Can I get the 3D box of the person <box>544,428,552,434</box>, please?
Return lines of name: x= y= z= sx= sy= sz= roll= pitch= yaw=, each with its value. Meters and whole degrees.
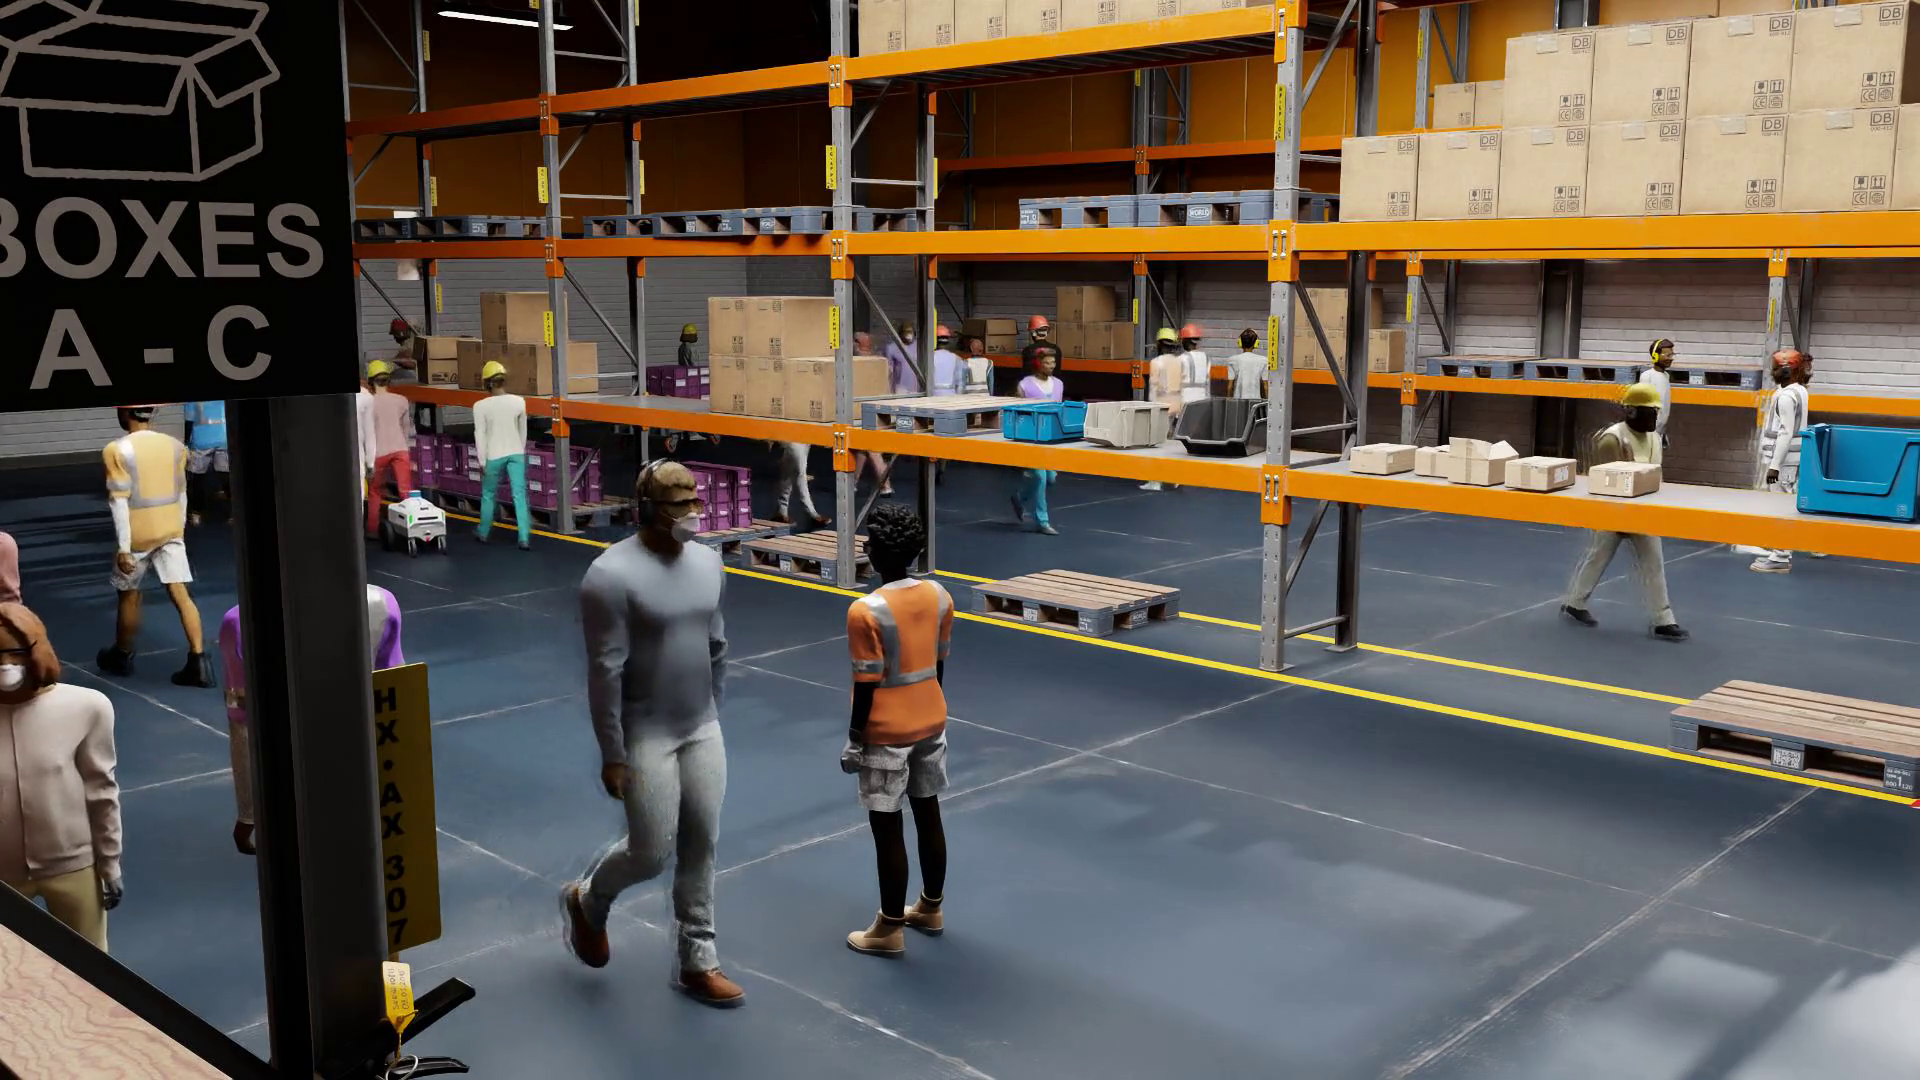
person: x=-6.337 y=-2.601 z=25.872 sx=0.407 sy=1.906 sz=0.655 roll=-1 pitch=9 yaw=-6

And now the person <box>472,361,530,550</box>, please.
person: x=-4.210 y=-0.773 z=15.240 sx=0.531 sy=1.720 sz=0.886 roll=-6 pitch=11 yaw=-33

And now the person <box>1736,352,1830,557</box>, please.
person: x=7.372 y=-0.730 z=14.642 sx=0.968 sy=1.821 sz=0.561 roll=8 pitch=12 yaw=39

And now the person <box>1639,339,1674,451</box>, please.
person: x=6.902 y=-1.058 z=16.525 sx=0.516 sy=1.871 sz=0.325 roll=-8 pitch=13 yaw=-42

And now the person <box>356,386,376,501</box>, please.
person: x=-5.206 y=-0.645 z=13.907 sx=0.639 sy=1.895 sz=0.496 roll=-4 pitch=10 yaw=-23

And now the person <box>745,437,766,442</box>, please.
person: x=-3.002 y=-2.486 z=24.737 sx=0.365 sy=2.048 sz=0.608 roll=-3 pitch=10 yaw=-19

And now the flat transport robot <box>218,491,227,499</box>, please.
flat transport robot: x=-7.557 y=-0.626 z=18.759 sx=0.652 sy=0.197 sz=1.431 roll=4 pitch=10 yaw=25

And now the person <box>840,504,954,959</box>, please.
person: x=-0.237 y=0.709 z=6.218 sx=0.319 sy=1.697 sz=0.533 roll=7 pitch=12 yaw=38

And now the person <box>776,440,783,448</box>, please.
person: x=-2.445 y=-2.040 z=23.330 sx=0.541 sy=1.594 sz=0.822 roll=-8 pitch=12 yaw=-41

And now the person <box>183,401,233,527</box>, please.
person: x=-7.423 y=-0.943 z=16.532 sx=0.743 sy=1.661 sz=0.581 roll=9 pitch=13 yaw=43

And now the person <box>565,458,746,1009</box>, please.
person: x=-1.062 y=0.664 z=5.795 sx=0.647 sy=1.927 sz=0.640 roll=7 pitch=12 yaw=37

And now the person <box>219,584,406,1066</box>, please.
person: x=-1.999 y=0.758 z=5.183 sx=0.545 sy=1.938 sz=0.361 roll=-8 pitch=12 yaw=-40

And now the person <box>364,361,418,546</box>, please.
person: x=-5.320 y=-0.801 z=15.431 sx=0.513 sy=1.709 sz=0.939 roll=-8 pitch=12 yaw=-41

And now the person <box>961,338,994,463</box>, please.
person: x=0.215 y=-1.843 z=22.031 sx=0.515 sy=1.641 sz=0.315 roll=-4 pitch=10 yaw=-23

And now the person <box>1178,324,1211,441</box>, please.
person: x=2.739 y=-1.671 z=20.230 sx=0.985 sy=1.883 sz=0.549 roll=8 pitch=12 yaw=41

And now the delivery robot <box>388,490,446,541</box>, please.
delivery robot: x=-4.906 y=-0.205 z=15.010 sx=0.477 sy=0.478 sz=0.707 roll=-6 pitch=12 yaw=-34

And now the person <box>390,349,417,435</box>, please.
person: x=-6.726 y=-1.505 z=20.110 sx=0.530 sy=1.610 sz=0.347 roll=8 pitch=12 yaw=40

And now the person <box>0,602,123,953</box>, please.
person: x=-2.686 y=0.974 z=4.812 sx=0.492 sy=1.626 sz=0.284 roll=-5 pitch=10 yaw=-27

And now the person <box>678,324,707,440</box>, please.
person: x=-4.035 y=-2.366 z=24.927 sx=0.296 sy=1.744 sz=0.484 roll=-7 pitch=12 yaw=-37

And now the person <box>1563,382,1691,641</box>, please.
person: x=4.670 y=-0.214 z=11.637 sx=0.592 sy=1.788 sz=0.945 roll=-5 pitch=10 yaw=-26

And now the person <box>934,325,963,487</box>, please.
person: x=-0.245 y=-1.574 z=19.605 sx=0.580 sy=1.892 sz=0.530 roll=-3 pitch=10 yaw=-19

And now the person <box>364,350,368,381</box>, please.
person: x=-7.817 y=-1.846 z=21.283 sx=0.593 sy=1.899 sz=0.514 roll=4 pitch=10 yaw=24

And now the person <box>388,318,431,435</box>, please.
person: x=-6.856 y=-1.839 z=21.073 sx=0.881 sy=1.947 sz=0.668 roll=0 pitch=9 yaw=-2

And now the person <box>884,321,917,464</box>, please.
person: x=-0.679 y=-1.971 z=22.108 sx=0.648 sy=1.882 sz=1.066 roll=-3 pitch=10 yaw=-17

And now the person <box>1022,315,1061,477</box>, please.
person: x=0.977 y=-1.766 z=20.487 sx=0.623 sy=1.989 sz=0.399 roll=-8 pitch=12 yaw=-39

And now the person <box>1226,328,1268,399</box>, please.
person: x=3.354 y=-1.538 z=19.481 sx=0.535 sy=1.864 sz=0.312 roll=0 pitch=9 yaw=2

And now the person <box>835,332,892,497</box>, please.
person: x=-1.091 y=-1.420 z=18.791 sx=0.992 sy=1.861 sz=0.650 roll=7 pitch=12 yaw=38

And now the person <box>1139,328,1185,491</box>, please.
person: x=2.381 y=-1.480 z=19.035 sx=0.613 sy=1.896 sz=0.599 roll=8 pitch=12 yaw=41

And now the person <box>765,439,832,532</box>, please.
person: x=-1.507 y=-1.026 z=16.246 sx=0.993 sy=1.886 sz=0.636 roll=7 pitch=12 yaw=39

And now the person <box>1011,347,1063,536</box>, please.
person: x=0.730 y=-0.974 z=16.171 sx=0.571 sy=1.821 sz=0.697 roll=-8 pitch=12 yaw=-41

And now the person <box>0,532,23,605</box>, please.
person: x=-4.425 y=0.516 z=7.285 sx=0.595 sy=1.725 sz=0.419 roll=-6 pitch=11 yaw=-35

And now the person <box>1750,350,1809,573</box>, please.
person: x=6.943 y=-0.661 z=14.043 sx=0.356 sy=1.886 sz=0.572 roll=7 pitch=11 yaw=35

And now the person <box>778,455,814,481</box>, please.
person: x=-1.965 y=-1.619 z=20.087 sx=0.434 sy=1.827 sz=0.642 roll=2 pitch=9 yaw=9

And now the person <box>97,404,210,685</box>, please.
person: x=-5.024 y=-0.046 z=10.274 sx=1.020 sy=1.884 sz=0.563 roll=6 pitch=11 yaw=31
